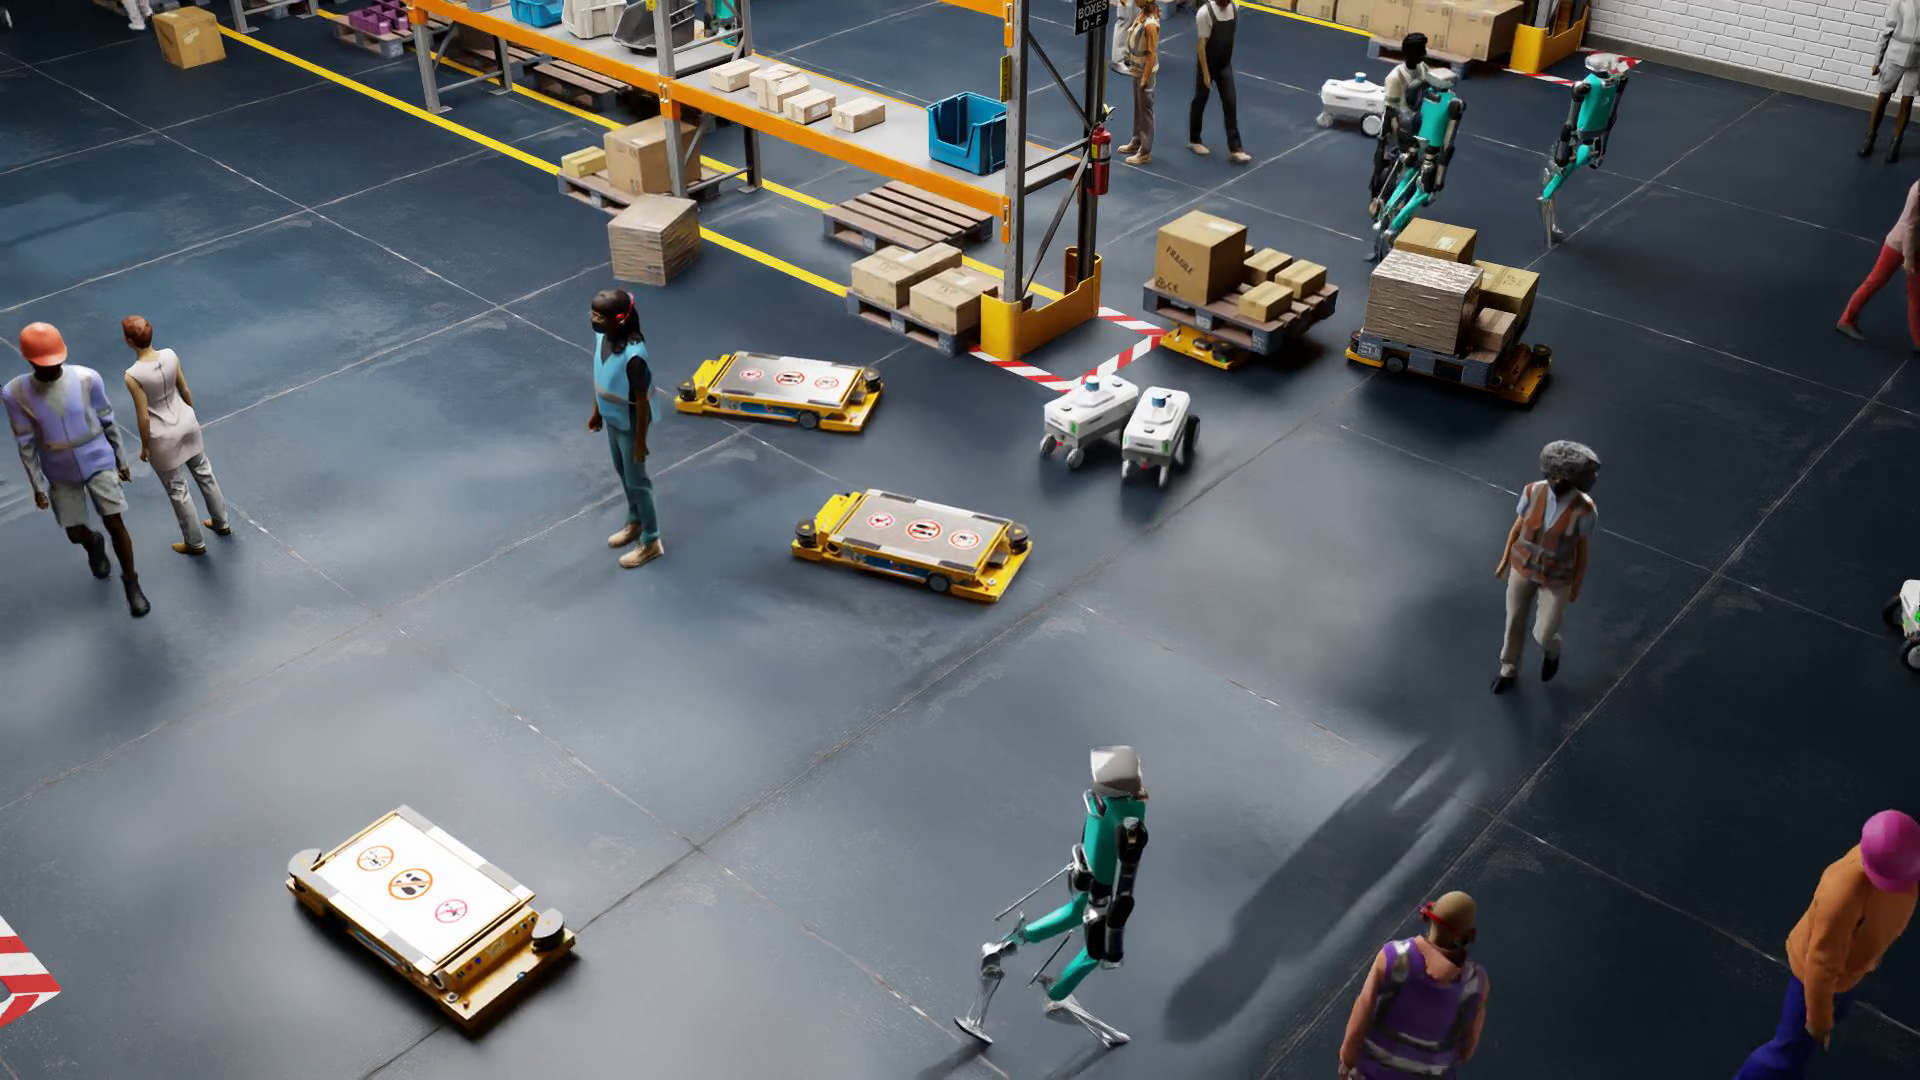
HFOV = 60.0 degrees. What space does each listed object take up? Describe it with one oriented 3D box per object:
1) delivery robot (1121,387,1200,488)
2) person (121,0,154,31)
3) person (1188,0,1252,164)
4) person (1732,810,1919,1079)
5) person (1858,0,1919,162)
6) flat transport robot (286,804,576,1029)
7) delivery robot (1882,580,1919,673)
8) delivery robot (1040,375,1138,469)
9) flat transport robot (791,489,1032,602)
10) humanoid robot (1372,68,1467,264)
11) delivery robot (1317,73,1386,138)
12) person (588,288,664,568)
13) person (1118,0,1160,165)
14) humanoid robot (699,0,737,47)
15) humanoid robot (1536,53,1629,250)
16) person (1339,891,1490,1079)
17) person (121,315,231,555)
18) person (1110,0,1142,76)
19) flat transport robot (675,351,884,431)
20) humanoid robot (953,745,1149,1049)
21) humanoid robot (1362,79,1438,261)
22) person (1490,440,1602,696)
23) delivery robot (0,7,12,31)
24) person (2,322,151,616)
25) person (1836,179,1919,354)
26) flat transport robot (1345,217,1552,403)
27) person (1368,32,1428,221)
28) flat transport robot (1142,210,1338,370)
[{"bbox_3d":[1.384,-0.763,11.680,0.499,0.612,0.813,11,36,16],"label":"delivery robot"},{"bbox_3d":[-9.864,-6.865,19.341,0.437,1.876,0.702,20,39,26],"label":"person"},{"bbox_3d":[2.513,-4.497,15.966,0.518,1.809,0.873,-17,38,-23],"label":"person"},{"bbox_3d":[3.561,1.765,6.792,0.698,1.939,0.381,-23,41,-29],"label":"person"},{"bbox_3d":[9.134,-4.628,16.065,0.546,1.923,0.386,18,39,24],"label":"person"},{"bbox_3d":[-2.629,1.805,8.196,1.431,0.231,0.659,24,41,30],"label":"flat transport robot"},{"bbox_3d":[5.941,0.469,9.878,0.765,0.593,0.523,7,35,10],"label":"delivery robot"},{"bbox_3d":[0.931,-0.889,11.837,0.765,0.583,0.499,-27,43,-33],"label":"delivery robot"},{"bbox_3d":[-0.311,0.011,10.795,1.431,0.231,0.659,13,37,18],"label":"flat transport robot"},{"bbox_3d":[3.718,-2.995,13.864,0.745,1.772,0.547,-19,39,-25],"label":"humanoid robot"},{"bbox_3d":[4.087,-4.468,17.049,0.818,0.614,0.499,14,37,20],"label":"delivery robot"},{"bbox_3d":[-2.103,-0.719,10.448,0.430,1.867,0.534,-23,41,-30],"label":"person"},{"bbox_3d":[1.749,-4.514,16.019,0.310,1.778,0.471,-4,35,-6],"label":"person"},{"bbox_3d":[-2.522,-5.132,16.974,0.747,1.802,0.547,24,41,31],"label":"humanoid robot"},{"bbox_3d":[5.252,-3.386,14.475,0.548,1.844,0.757,-15,37,-20],"label":"humanoid robot"},{"bbox_3d":[1.780,2.053,6.621,0.498,1.636,0.788,12,36,16],"label":"person"},{"bbox_3d":[-5.013,-0.668,10.550,0.275,1.660,0.458,13,37,18],"label":"person"},{"bbox_3d":[1.864,-6.071,18.182,0.392,1.890,0.548,23,41,29],"label":"person"},{"bbox_3d":[-1.343,-1.117,12.429,1.431,0.231,0.659,8,35,11],"label":"flat transport robot"},{"bbox_3d":[0.337,1.642,7.176,0.999,1.781,0.530,-6,35,-8],"label":"humanoid robot"},{"bbox_3d":[3.744,-3.086,14.042,0.589,1.651,0.327,25,42,32],"label":"humanoid robot"},{"bbox_3d":[3.262,0.165,9.331,0.453,1.682,0.392,27,43,33],"label":"person"},{"bbox_3d":[-11.445,-6.120,19.442,0.499,0.614,0.789,-11,36,-16],"label":"delivery robot"},{"bbox_3d":[-5.304,-0.444,10.000,0.570,1.917,0.643,-18,39,-24],"label":"person"},{"bbox_3d":[7.356,-2.227,12.749,0.543,1.721,0.875,-22,40,-29],"label":"person"},{"bbox_3d":[3.788,-1.442,12.899,1.431,0.231,0.659,18,39,25],"label":"flat transport robot"},{"bbox_3d":[3.967,-3.724,14.946,0.539,1.695,0.317,-28,43,-34],"label":"person"},{"bbox_3d":[2.289,-1.788,13.400,0.659,0.231,1.431,27,43,33],"label":"flat transport robot"}]
